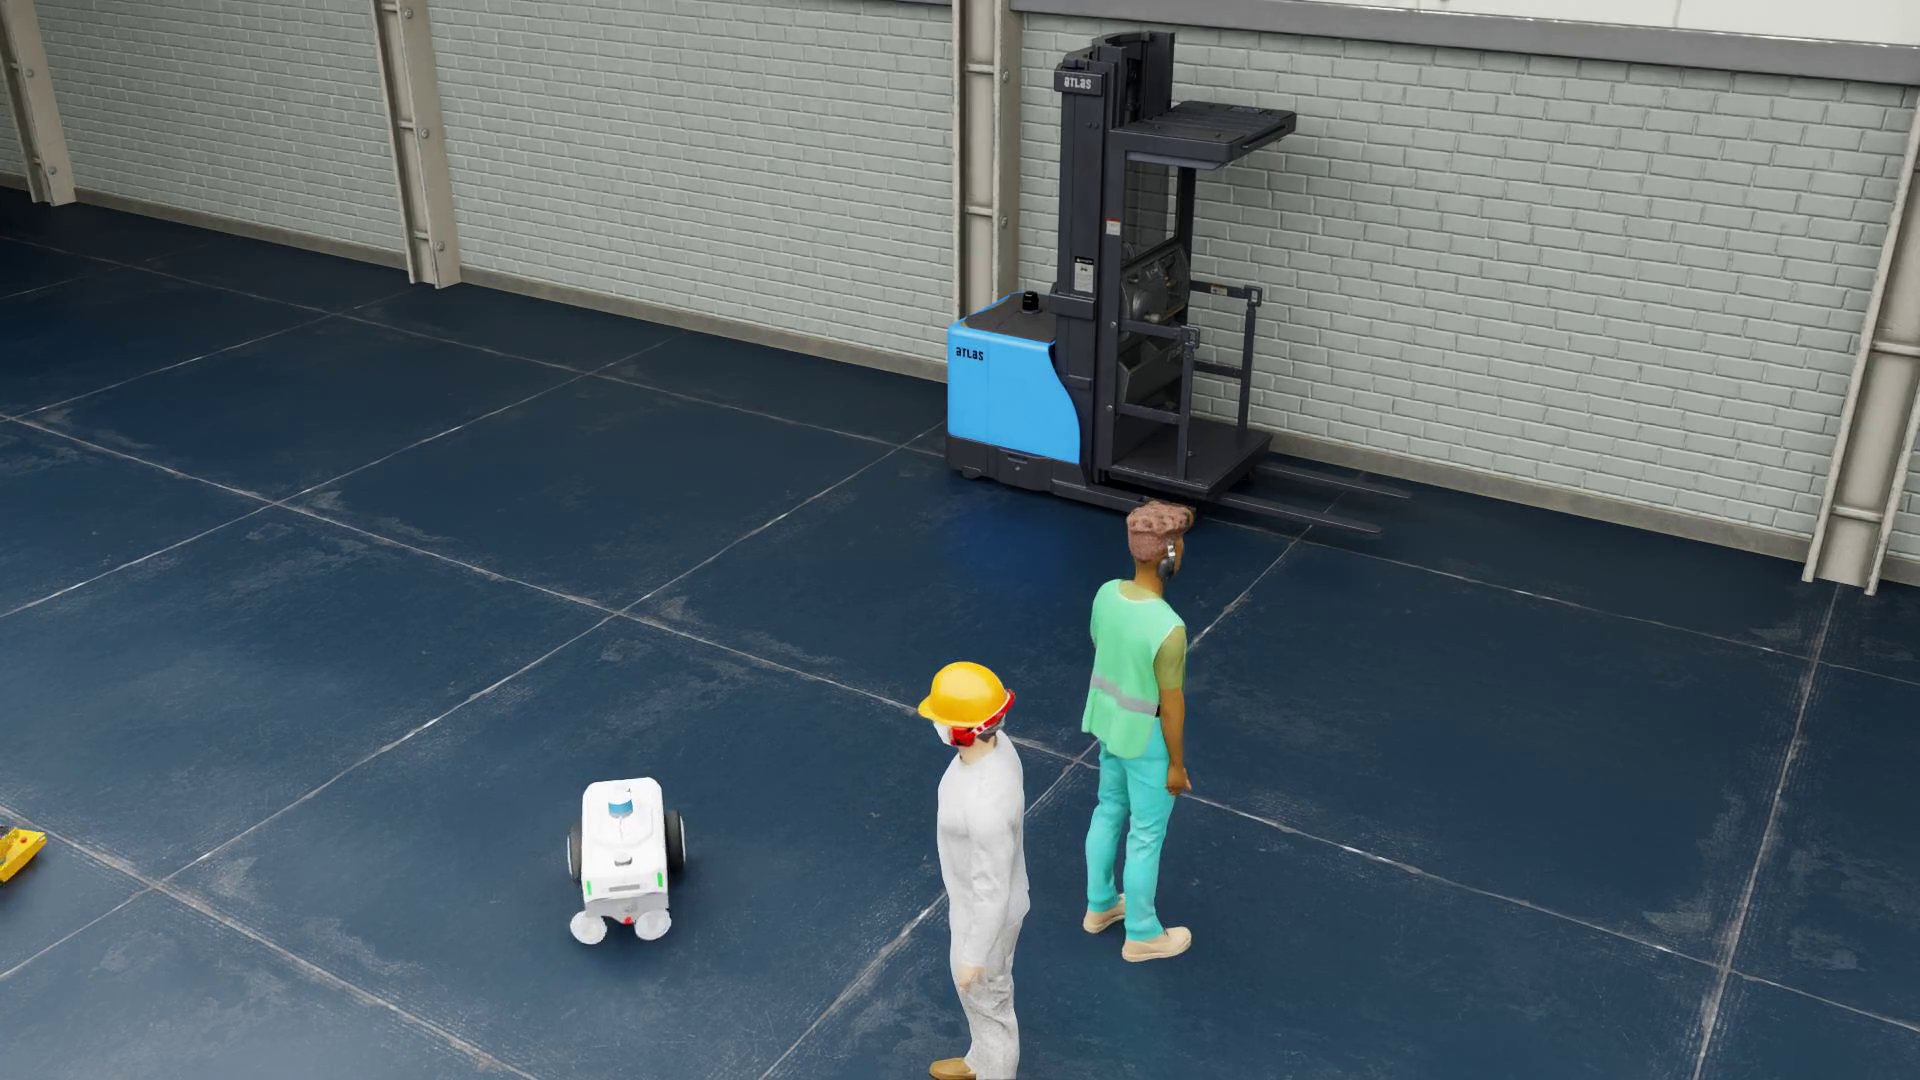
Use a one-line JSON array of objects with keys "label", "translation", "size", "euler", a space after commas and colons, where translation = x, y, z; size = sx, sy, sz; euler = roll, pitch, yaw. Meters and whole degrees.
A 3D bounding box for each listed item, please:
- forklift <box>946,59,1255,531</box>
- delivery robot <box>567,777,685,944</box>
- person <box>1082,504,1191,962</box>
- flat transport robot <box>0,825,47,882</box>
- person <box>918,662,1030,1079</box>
[{"label": "forklift", "translation": [0.933, -1.707, 10.833], "size": [1.873, 2.768, 1.129], "euler": [15, 29, 28]}, {"label": "delivery robot", "translation": [-1.439, 1.337, 7.119], "size": [0.511, 0.614, 0.785], "euler": [-5, 26, -10]}, {"label": "person", "translation": [0.699, 0.782, 6.609], "size": [0.389, 1.977, 0.488], "euler": [-15, 29, -29]}, {"label": "flat transport robot", "translation": [-4.579, 1.579, 6.919], "size": [0.659, 0.231, 1.431], "euler": [5, 26, 9]}, {"label": "person", "translation": [0.052, 1.253, 5.715], "size": [0.376, 1.891, 0.570], "euler": [0, 25, -1]}]
